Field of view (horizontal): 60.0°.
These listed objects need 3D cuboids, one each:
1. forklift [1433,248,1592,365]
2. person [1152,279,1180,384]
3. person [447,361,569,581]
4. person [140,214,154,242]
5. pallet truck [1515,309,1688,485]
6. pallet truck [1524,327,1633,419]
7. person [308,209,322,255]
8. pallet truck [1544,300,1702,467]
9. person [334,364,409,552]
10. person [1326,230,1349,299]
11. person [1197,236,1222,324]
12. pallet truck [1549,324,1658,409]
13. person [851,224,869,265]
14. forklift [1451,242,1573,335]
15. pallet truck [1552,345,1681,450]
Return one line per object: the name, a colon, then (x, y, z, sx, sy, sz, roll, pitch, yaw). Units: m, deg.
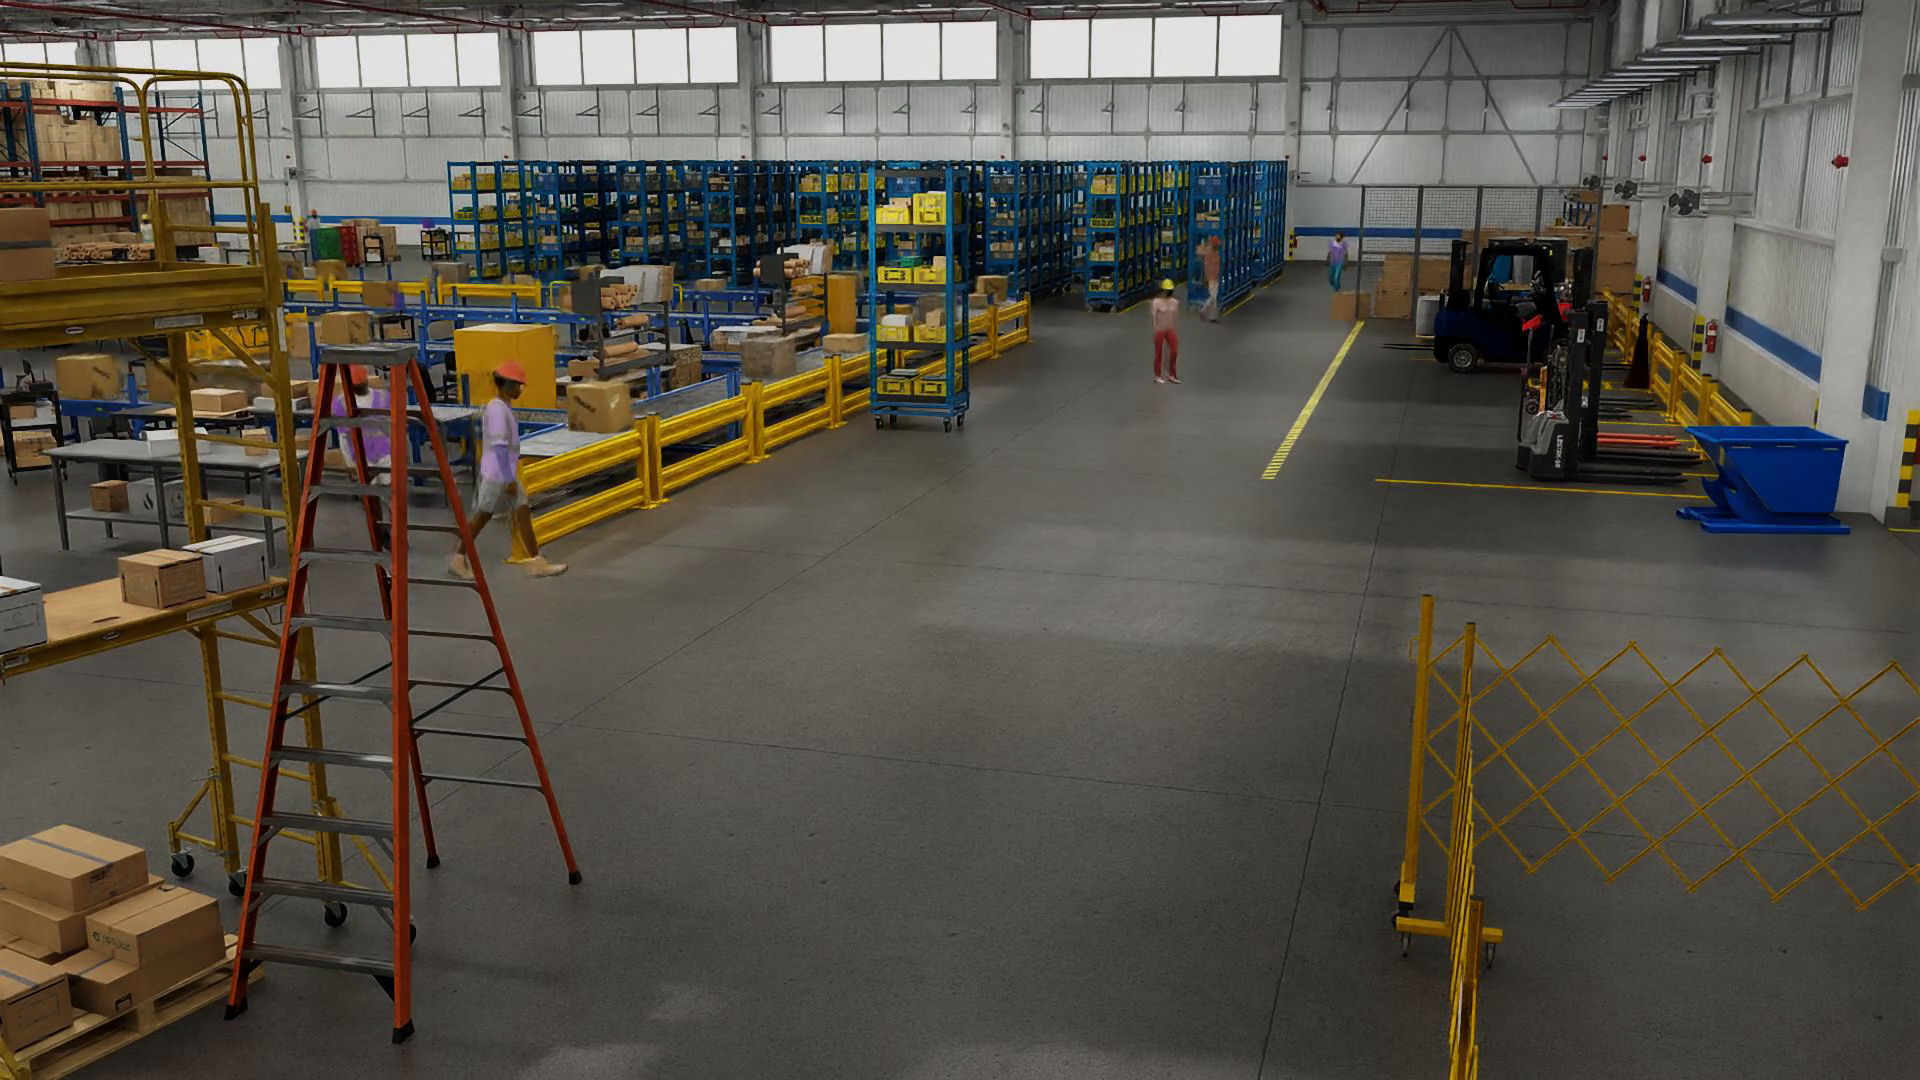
forklift: (9.780, -4.111, 29.280, 2.680, 1.987, 1.157, 3, 13, 14)
person: (3.440, -3.462, 27.694, 0.537, 1.746, 0.624, -4, 14, -17)
person: (-4.132, -0.601, 14.864, 1.052, 1.974, 0.723, -1, 13, -4)
person: (-28.263, -10.459, 57.899, 0.538, 1.753, 0.559, 4, 14, 15)
pallet truck: (7.554, -1.677, 19.446, 1.885, 1.965, 0.823, 3, 13, 14)
pallet truck: (9.065, -2.460, 24.370, 1.522, 1.261, 0.704, 3, 13, 14)
person: (-24.563, -11.743, 63.518, 0.789, 1.718, 0.588, 10, 17, 37)
pallet truck: (8.263, -1.952, 20.631, 1.885, 1.965, 0.823, 5, 14, 20)
person: (-5.564, -0.783, 15.832, 0.644, 1.880, 0.822, -6, 14, -24)
person: (10.020, -7.306, 44.130, 0.596, 1.823, 0.506, 10, 16, 37)
person: (5.718, -5.881, 37.625, 0.441, 1.983, 0.638, 9, 16, 34)
pallet truck: (9.824, -2.669, 25.407, 1.601, 1.201, 0.680, 4, 14, 16)
person: (-2.987, -8.563, 49.567, 0.591, 1.824, 0.404, -4, 14, -16)
forklift: (10.464, -4.597, 31.405, 2.680, 1.987, 1.157, 4, 14, 16)
pallet truck: (8.641, -1.896, 21.908, 1.630, 1.274, 0.653, 4, 14, 16)
